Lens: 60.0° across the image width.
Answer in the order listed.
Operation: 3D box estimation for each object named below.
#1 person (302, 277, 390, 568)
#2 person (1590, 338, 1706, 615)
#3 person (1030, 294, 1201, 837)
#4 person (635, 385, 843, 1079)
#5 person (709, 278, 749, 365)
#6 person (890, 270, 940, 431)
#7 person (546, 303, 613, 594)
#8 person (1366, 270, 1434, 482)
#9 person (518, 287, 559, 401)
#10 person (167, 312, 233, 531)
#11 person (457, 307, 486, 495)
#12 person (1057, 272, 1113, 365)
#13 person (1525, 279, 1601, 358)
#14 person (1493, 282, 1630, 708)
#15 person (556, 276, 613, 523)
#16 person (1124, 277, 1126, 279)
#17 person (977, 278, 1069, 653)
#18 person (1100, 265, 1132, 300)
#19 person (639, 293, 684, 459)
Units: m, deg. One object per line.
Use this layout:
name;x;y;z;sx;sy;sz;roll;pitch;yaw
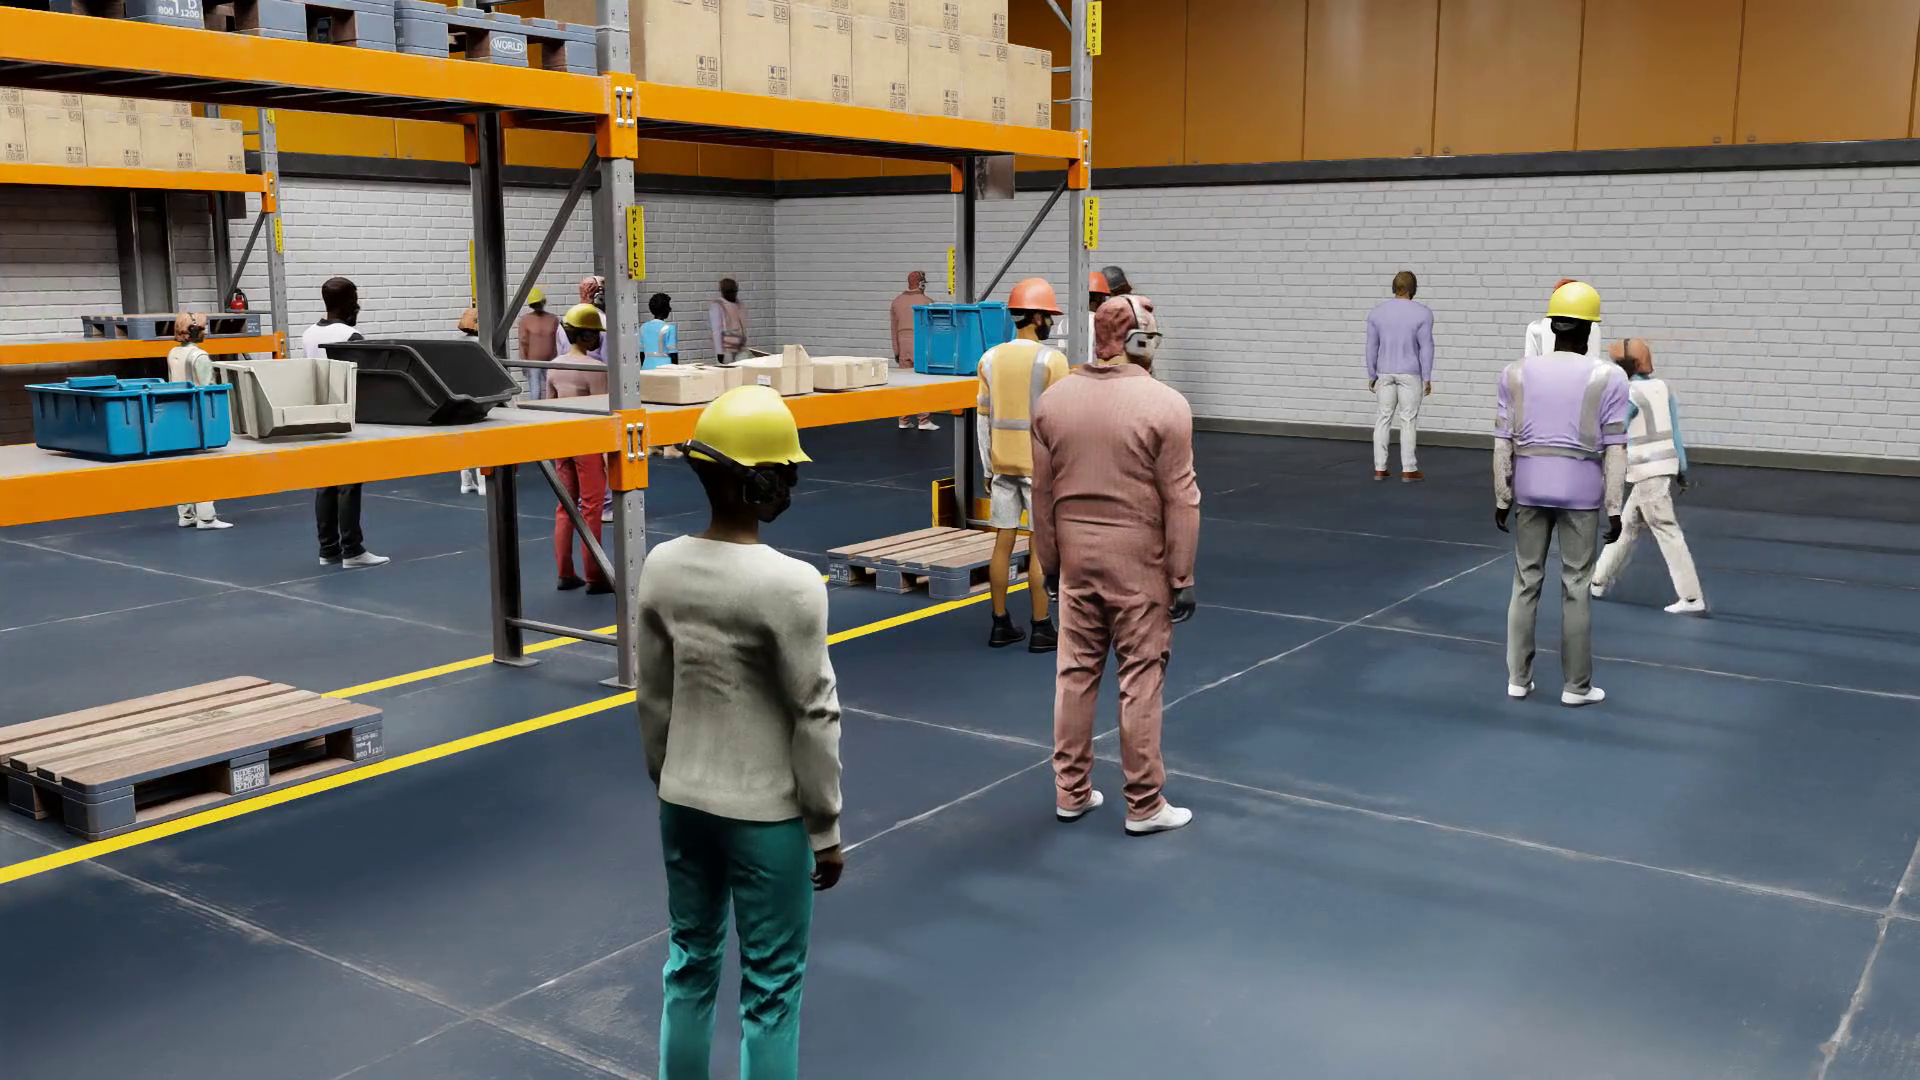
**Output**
person;-4.110;-0.772;11.004;0.591;1.916;0.383;7;12;37
person;3.934;-0.369;9.611;0.522;1.567;0.913;-9;13;-43
person;0.569;0.089;5.919;0.645;1.905;0.400;7;12;37
person;-0.451;0.558;3.530;0.528;1.767;0.329;7;12;37
person;-2.987;-2.457;21.397;0.508;1.802;0.638;7;12;36
person;-0.515;-2.262;19.908;0.645;1.907;0.400;7;12;37
person;-2.295;-0.554;10.162;0.528;1.765;0.327;7;12;37
person;4.037;-1.501;15.283;0.631;1.938;0.362;7;12;37
person;-4.823;-2.036;19.092;0.543;1.725;0.488;-7;12;-36
person;-5.760;-0.889;12.525;0.517;1.639;0.313;7;12;37
person;-4.191;-1.205;14.424;0.503;1.632;0.271;7;12;37
person;1.048;-1.181;13.385;0.549;1.934;0.374;7;12;37
person;4.630;-1.060;12.819;0.578;1.882;0.346;7;12;37
person;2.737;-0.205;7.595;0.591;1.926;0.386;7;12;37
person;-2.818;-1.089;12.921;0.645;1.907;0.400;7;12;37
person;1.747;-2.046;18.736;0.521;1.870;0.319;7;12;37
person;0.354;-0.385;8.646;0.549;1.934;0.374;7;12;37
person;1.550;-1.692;16.118;0.560;2.000;0.844;4;10;23
person;-3.076;-1.683;17.082;0.538;1.695;0.320;7;12;37
